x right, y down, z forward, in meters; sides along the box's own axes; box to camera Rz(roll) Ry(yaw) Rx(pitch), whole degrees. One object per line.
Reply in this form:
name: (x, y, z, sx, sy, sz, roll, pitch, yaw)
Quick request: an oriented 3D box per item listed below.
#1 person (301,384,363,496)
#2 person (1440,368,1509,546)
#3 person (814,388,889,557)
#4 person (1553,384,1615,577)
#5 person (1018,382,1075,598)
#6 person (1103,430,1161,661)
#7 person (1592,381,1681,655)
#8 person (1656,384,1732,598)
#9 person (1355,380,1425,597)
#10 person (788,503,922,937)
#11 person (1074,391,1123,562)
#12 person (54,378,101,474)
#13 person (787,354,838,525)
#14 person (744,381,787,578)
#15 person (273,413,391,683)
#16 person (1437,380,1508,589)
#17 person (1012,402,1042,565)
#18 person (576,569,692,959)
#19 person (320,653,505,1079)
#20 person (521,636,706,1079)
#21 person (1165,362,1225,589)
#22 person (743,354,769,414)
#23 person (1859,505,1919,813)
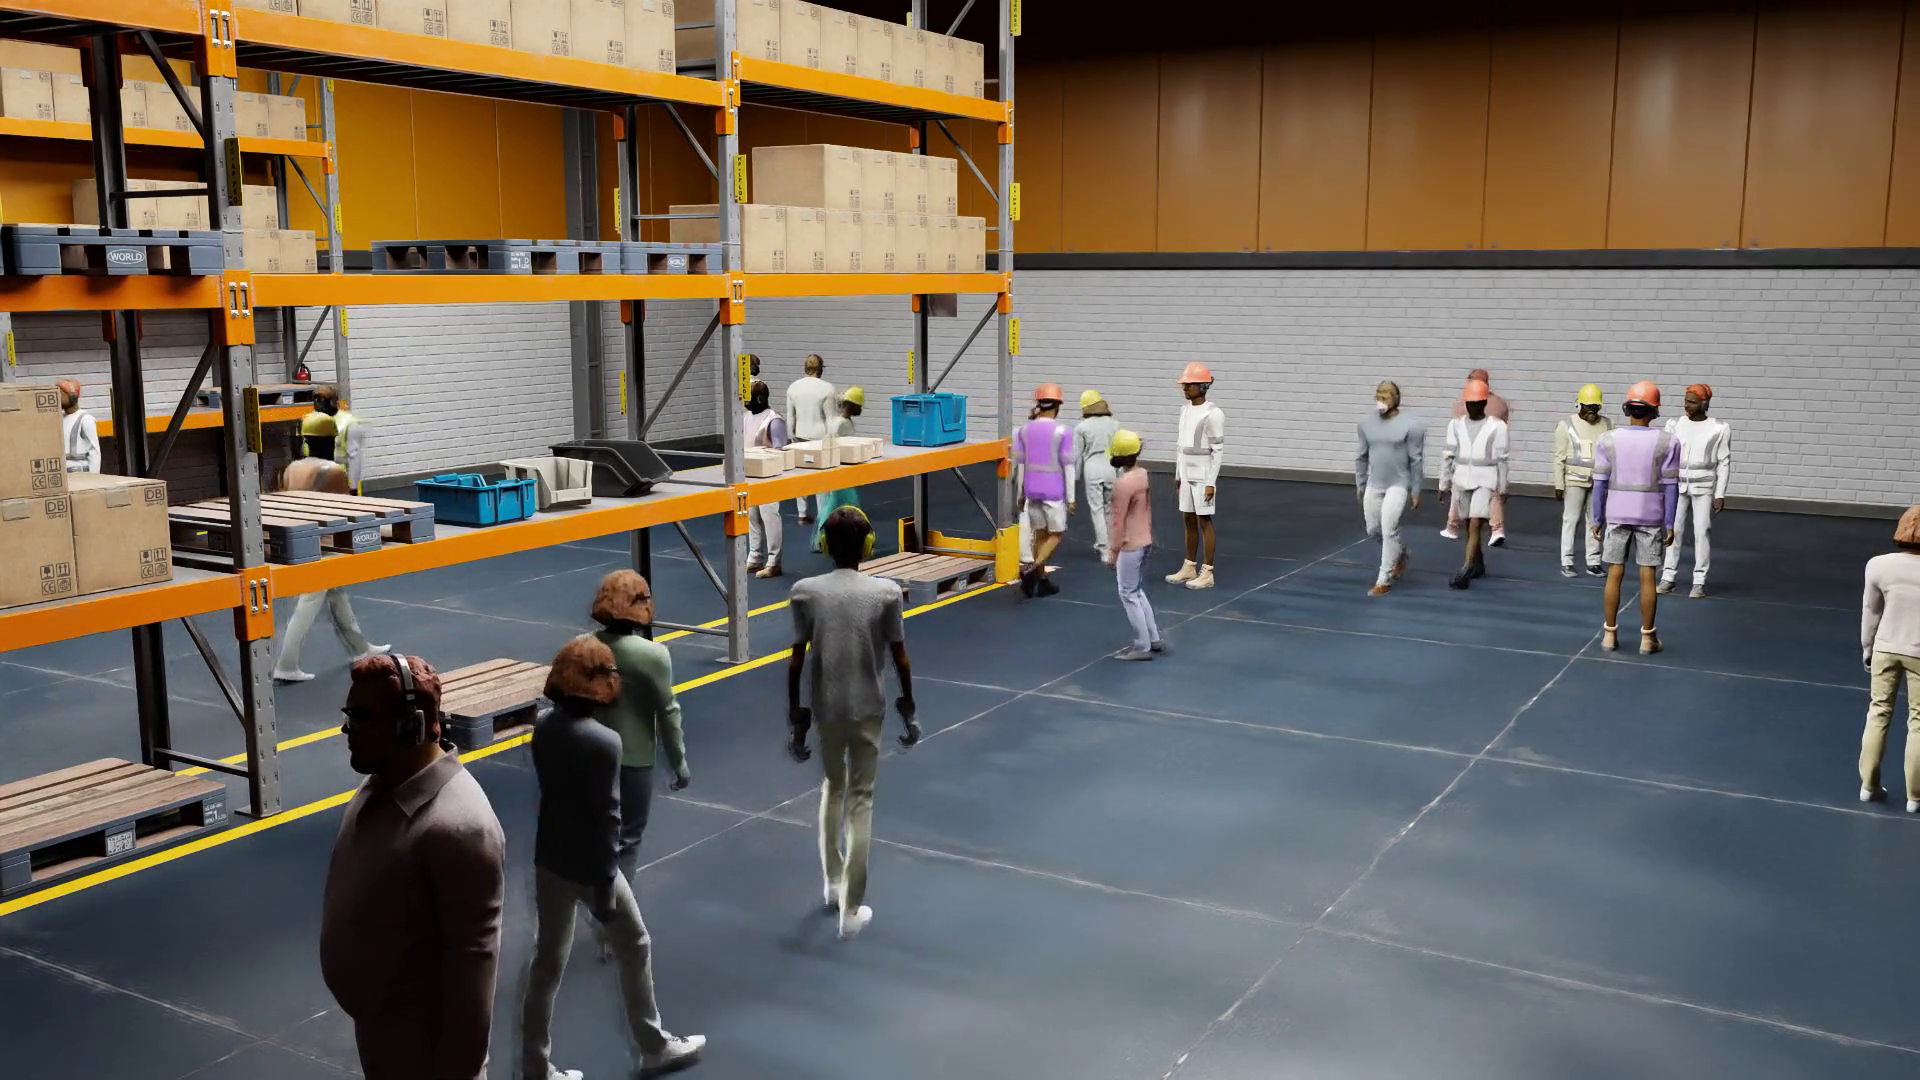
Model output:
person: (-5.856, -0.517, 15.318, 0.662, 1.818, 0.739, 2, 9, 14)
person: (5.450, -0.877, 17.467, 0.664, 1.864, 0.994, -2, 9, -11)
person: (-1.090, -0.668, 16.642, 0.905, 1.697, 0.569, 2, 9, 10)
person: (5.850, -0.553, 15.570, 0.607, 1.819, 0.403, -1, 9, -8)
person: (0.711, -0.413, 14.421, 0.583, 1.910, 0.643, 6, 11, 33)
person: (1.241, 0.048, 12.125, 0.331, 1.717, 0.615, 4, 10, 24)
person: (5.052, -0.168, 12.458, 0.609, 2.044, 0.394, 6, 11, 32)
person: (6.430, -0.431, 14.602, 0.576, 1.883, 0.362, 8, 12, 42)
person: (3.852, -0.475, 14.806, 0.639, 1.919, 0.769, 8, 12, 42)
person: (-0.448, 0.763, 7.287, 0.539, 1.845, 0.693, 2, 9, 13)
person: (1.391, -0.644, 16.557, 0.509, 1.676, 0.788, -3, 10, -18)
person: (-8.108, -0.543, 15.296, 0.584, 1.883, 0.337, 7, 11, 36)
person: (-1.657, -1.126, 18.768, 0.628, 1.939, 0.374, 5, 10, 27)
person: (-1.882, -0.566, 15.577, 0.429, 1.841, 0.633, -8, 12, -40)
person: (-4.492, 0.039, 11.726, 0.594, 1.870, 1.020, 7, 11, 36)
person: (4.686, -0.524, 15.193, 0.572, 1.883, 1.019, 7, 11, 37)
person: (0.732, -0.575, 16.402, 0.540, 1.596, 0.758, -2, 9, -11)
person: (-1.382, 0.925, 6.970, 0.501, 1.618, 0.498, 6, 11, 32)
person: (-1.393, 1.222, 4.211, 0.407, 1.910, 0.638, -7, 12, -39)
person: (-1.244, 1.121, 5.792, 0.510, 1.599, 0.762, 8, 12, 42)
person: (2.121, -0.579, 15.022, 0.379, 2.045, 0.605, -4, 10, -25)
person: (-2.587, -1.383, 20.675, 0.627, 1.844, 0.429, 9, 13, 44)
person: (5.030, 0.624, 8.821, 0.277, 1.629, 0.496, -7, 12, -38)
